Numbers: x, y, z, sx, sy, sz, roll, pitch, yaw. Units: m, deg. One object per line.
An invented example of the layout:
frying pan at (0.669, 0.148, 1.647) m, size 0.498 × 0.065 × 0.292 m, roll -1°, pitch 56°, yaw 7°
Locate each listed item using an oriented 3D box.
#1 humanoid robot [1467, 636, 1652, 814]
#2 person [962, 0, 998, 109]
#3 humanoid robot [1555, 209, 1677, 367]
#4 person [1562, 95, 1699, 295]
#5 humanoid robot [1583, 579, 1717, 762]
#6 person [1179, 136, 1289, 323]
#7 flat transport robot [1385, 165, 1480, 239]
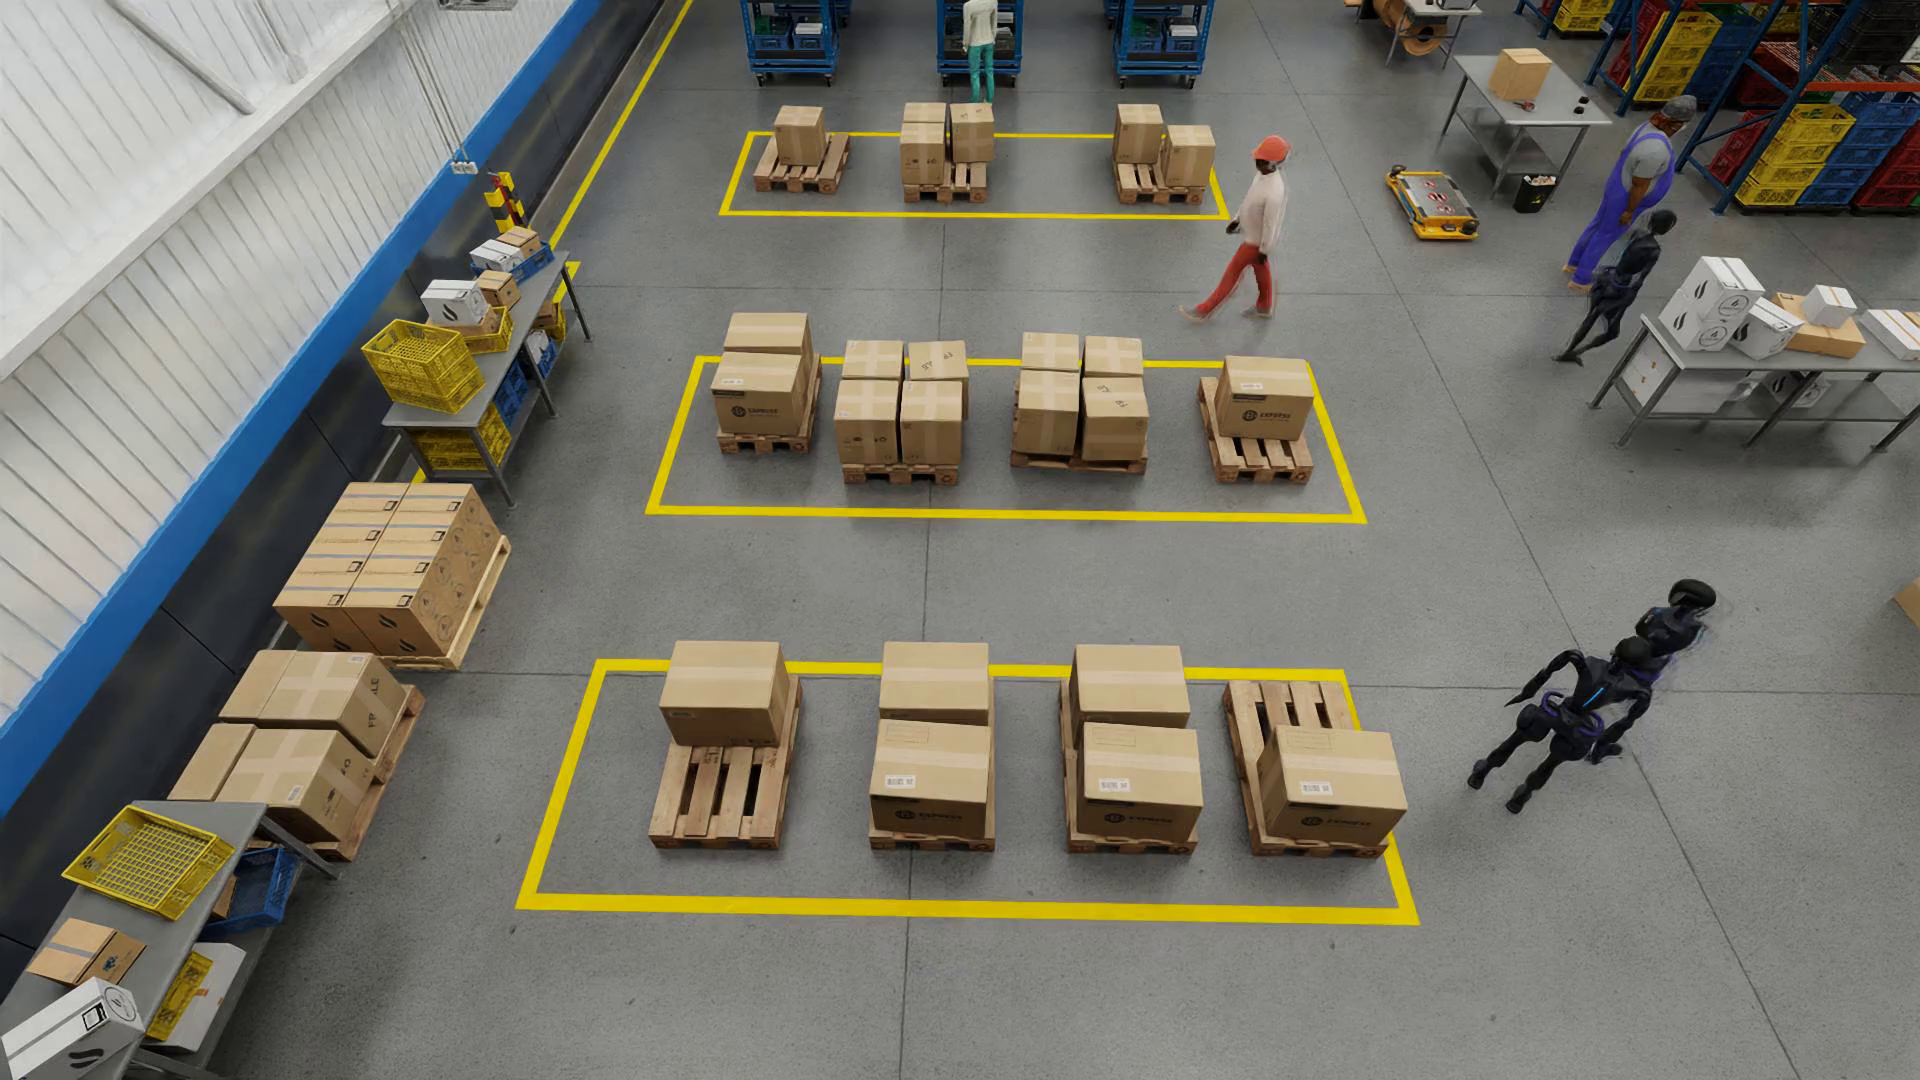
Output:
humanoid robot at (3.697, 1.121, 5.629) m, size 0.578 × 1.649 × 0.341 m, roll 34°, pitch 57°, yaw 26°
person at (0.257, -6.687, 12.334) m, size 0.523 × 1.761 × 0.325 m, roll -23°, pitch 53°, yaw -19°
humanoid robot at (6.199, -2.325, 8.616) m, size 0.405 × 1.649 × 0.606 m, roll 2°, pitch 49°, yaw 1°
person at (6.912, -3.541, 9.428) m, size 0.539 × 2.000 × 0.689 m, roll 13°, pitch 50°, yaw 11°
humanoid robot at (4.318, 0.845, 5.868) m, size 0.610 × 1.640 × 0.463 m, roll -35°, pitch 58°, yaw -26°
person at (2.830, -3.017, 9.030) m, size 1.027 × 1.943 × 0.605 m, roll 5°, pitch 49°, yaw 5°
flat transport robot at (5.692, -4.094, 11.059) m, size 0.652 × 0.197 × 1.431 m, roll 1°, pitch 49°, yaw 1°
